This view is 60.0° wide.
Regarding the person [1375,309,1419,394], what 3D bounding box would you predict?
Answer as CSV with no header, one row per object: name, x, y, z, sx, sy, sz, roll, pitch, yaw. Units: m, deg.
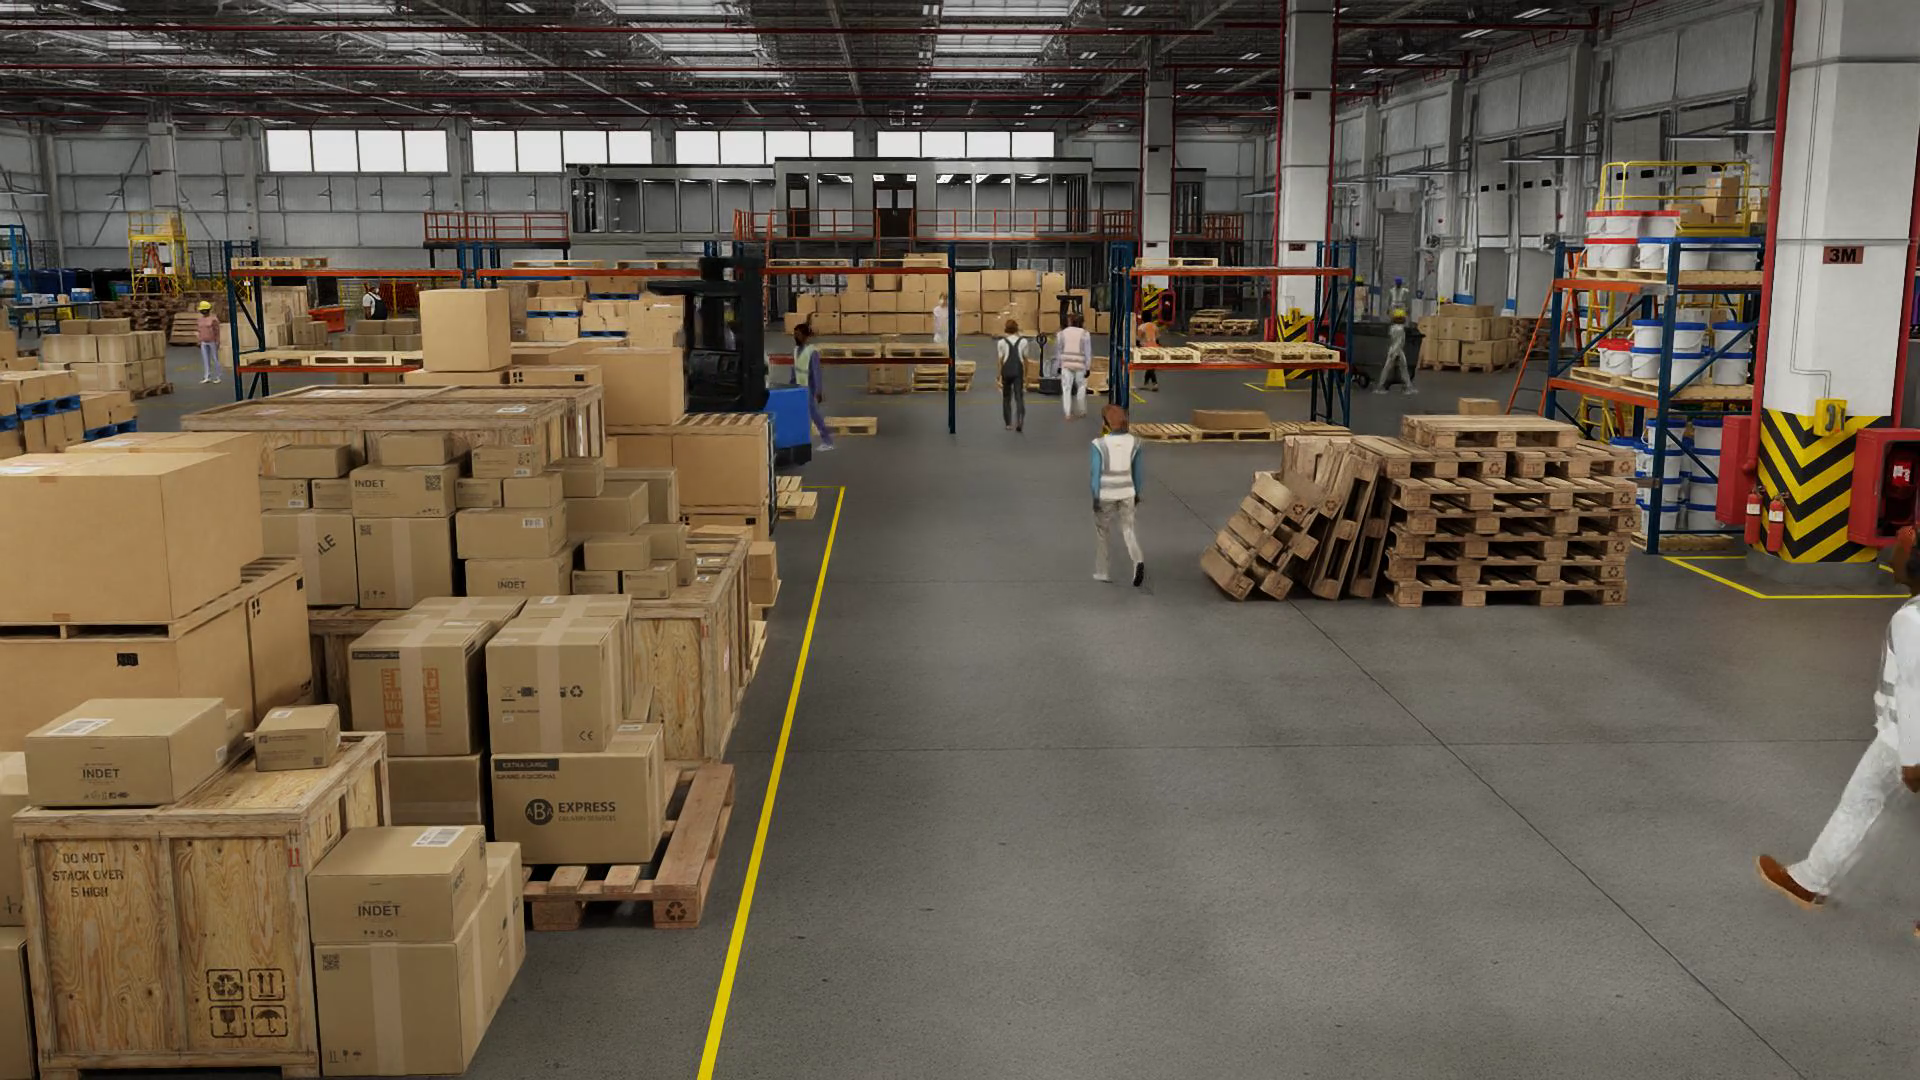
person,8.698,-3.742,33.129,0.886,1.697,0.499,-2,10,-10

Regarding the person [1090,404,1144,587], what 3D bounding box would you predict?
person,1.391,-0.388,14.654,0.521,1.618,0.687,-3,11,-18

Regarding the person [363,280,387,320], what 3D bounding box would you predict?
person,-15.237,-5.768,43.454,0.539,2.000,0.689,1,10,8

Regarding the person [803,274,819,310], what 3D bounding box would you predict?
person,-5.222,-8.393,58.398,0.561,1.924,0.415,-2,10,-13

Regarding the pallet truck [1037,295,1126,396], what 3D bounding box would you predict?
pallet truck,2.483,-3.881,33.060,1.885,1.965,0.823,-7,13,-36

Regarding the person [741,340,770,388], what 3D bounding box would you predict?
person,-2.712,-1.913,22.355,0.891,1.914,0.637,-8,13,-39

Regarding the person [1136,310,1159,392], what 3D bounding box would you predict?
person,3.864,-3.850,33.831,0.538,1.664,0.722,-8,13,-36

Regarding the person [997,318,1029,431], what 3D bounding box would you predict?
person,0.858,-2.626,26.581,0.546,1.819,0.731,-1,10,-8

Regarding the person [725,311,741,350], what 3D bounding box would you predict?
person,-3.789,-2.816,27.385,0.698,1.910,0.594,-6,12,-30

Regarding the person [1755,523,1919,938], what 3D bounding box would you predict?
person,4.101,0.828,7.282,0.583,1.827,0.989,-7,12,-32

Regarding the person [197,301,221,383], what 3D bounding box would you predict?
person,-16.137,-4.241,35.720,0.526,1.765,0.329,2,10,13

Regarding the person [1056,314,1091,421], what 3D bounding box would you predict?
person,1.962,-2.949,28.421,0.645,1.797,0.918,3,11,17

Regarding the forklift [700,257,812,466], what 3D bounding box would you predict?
forklift,-2.966,-2.334,21.981,1.129,2.768,1.873,8,13,38

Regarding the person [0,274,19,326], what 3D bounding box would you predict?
person,-34.360,-8.731,60.159,1.101,1.983,0.630,7,13,36

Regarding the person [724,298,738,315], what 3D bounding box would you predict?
person,-4.929,-4.364,36.150,0.328,1.861,0.502,5,11,25

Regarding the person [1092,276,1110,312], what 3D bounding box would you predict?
person,5.061,-8.581,59.784,0.682,1.807,0.732,7,13,36

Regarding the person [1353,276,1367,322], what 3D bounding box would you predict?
person,13.018,-7.685,54.522,0.839,1.904,0.583,-5,11,-27

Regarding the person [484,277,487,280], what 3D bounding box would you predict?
person,-19.765,-10.195,68.621,0.588,1.861,0.698,0,10,-1

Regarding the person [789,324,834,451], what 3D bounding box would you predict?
person,-2.259,-2.179,23.955,1.023,1.862,0.615,-6,12,-29

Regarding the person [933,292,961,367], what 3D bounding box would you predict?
person,-0.303,-4.582,37.220,0.635,1.916,0.855,7,12,33

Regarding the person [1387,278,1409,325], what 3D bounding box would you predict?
person,13.582,-7.174,51.668,0.651,1.898,0.990,4,11,22

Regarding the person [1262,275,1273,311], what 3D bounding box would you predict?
person,13.532,-10.990,72.829,0.621,1.958,1.022,-2,10,-10
